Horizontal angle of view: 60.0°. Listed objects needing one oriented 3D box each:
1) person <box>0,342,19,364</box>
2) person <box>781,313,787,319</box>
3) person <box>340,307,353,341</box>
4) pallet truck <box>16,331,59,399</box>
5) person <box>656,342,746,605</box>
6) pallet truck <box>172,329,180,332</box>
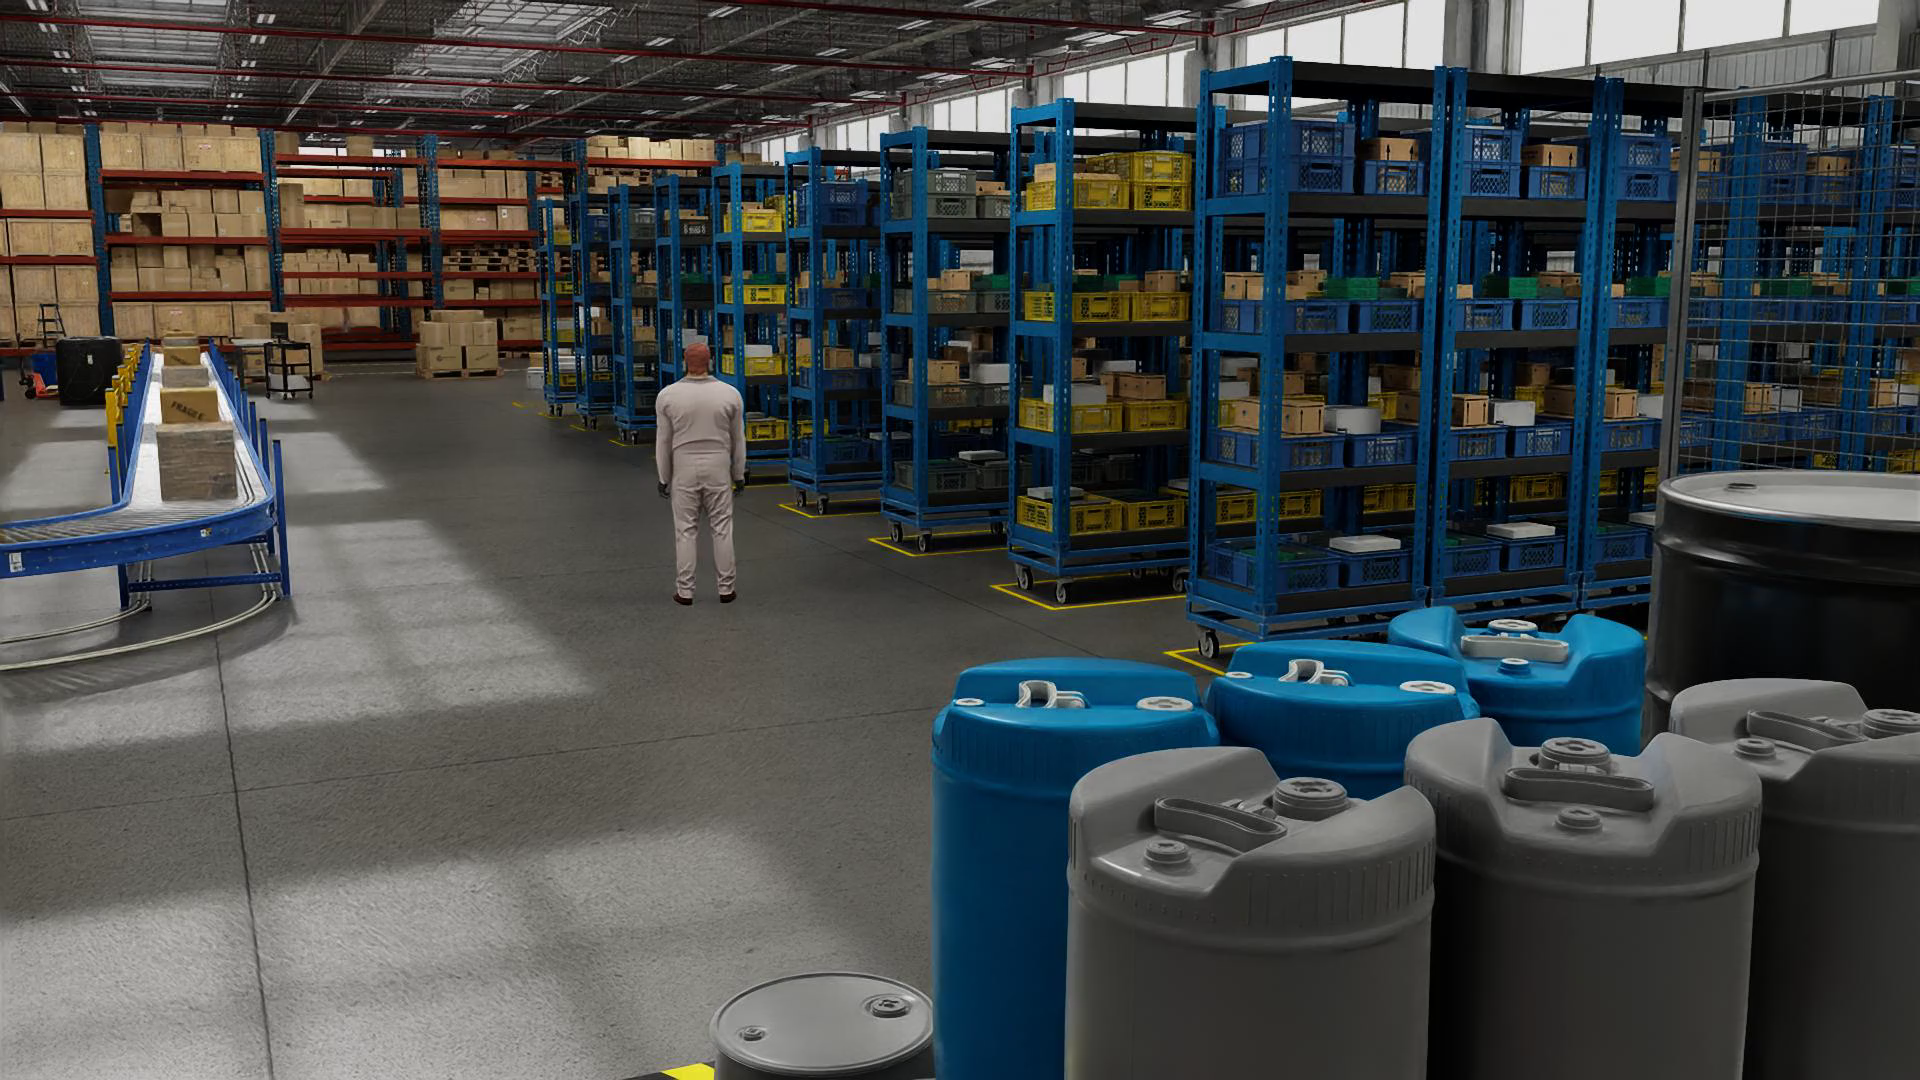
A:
[{"bbox_3d":[-25.043,-5.410,43.562,0.591,1.612,0.507,-3,10,-19],"label":"person"},{"bbox_3d":[-4.664,-5.977,45.961,0.611,1.985,0.414,-6,11,-33],"label":"person"},{"bbox_3d":[-19.988,-7.124,54.185,0.375,1.624,0.510,-5,10,-26],"label":"person"},{"bbox_3d":[-17.082,-3.353,31.781,1.630,1.274,0.653,-4,10,-25],"label":"pallet truck"},{"bbox_3d":[-1.879,-0.478,12.068,0.652,1.905,0.408,-2,9,-15],"label":"person"},{"bbox_3d":[-17.275,-3.851,35.096,1.601,1.201,0.680,0,9,1],"label":"pallet truck"}]
